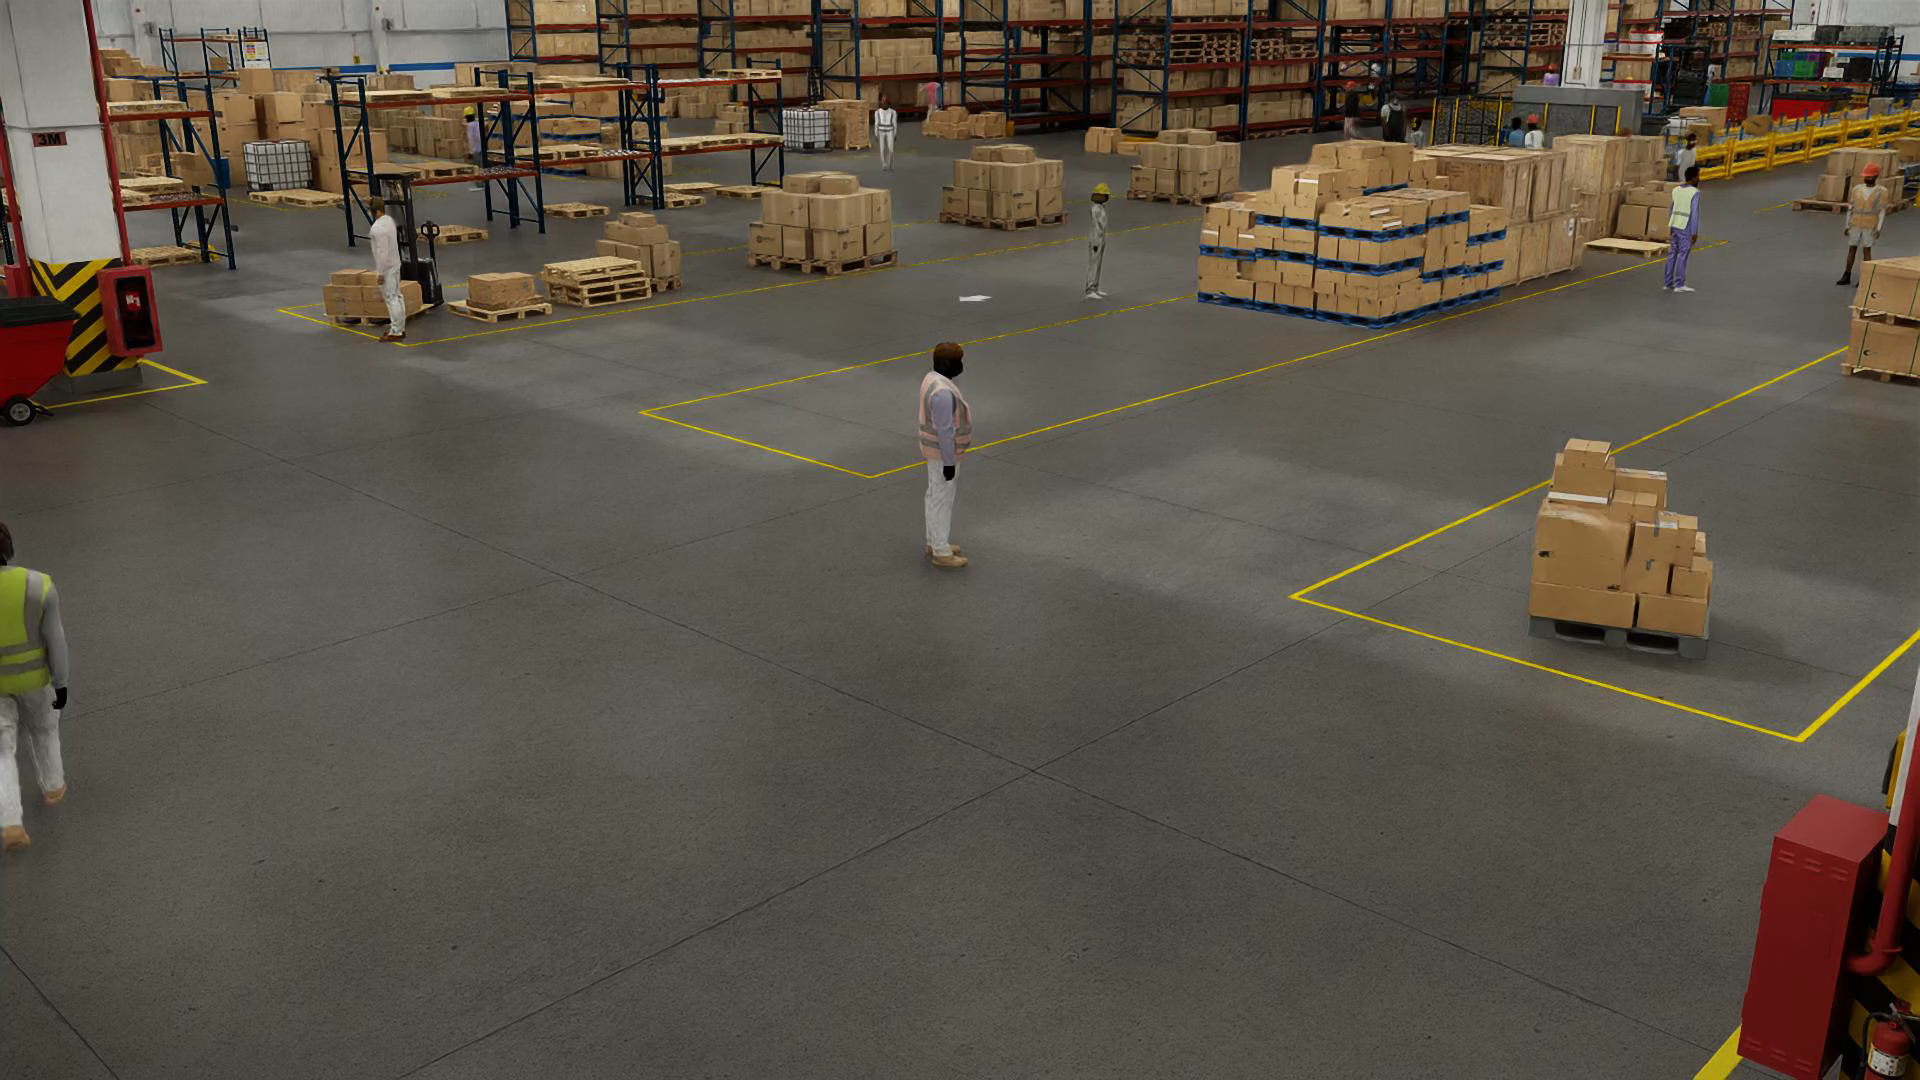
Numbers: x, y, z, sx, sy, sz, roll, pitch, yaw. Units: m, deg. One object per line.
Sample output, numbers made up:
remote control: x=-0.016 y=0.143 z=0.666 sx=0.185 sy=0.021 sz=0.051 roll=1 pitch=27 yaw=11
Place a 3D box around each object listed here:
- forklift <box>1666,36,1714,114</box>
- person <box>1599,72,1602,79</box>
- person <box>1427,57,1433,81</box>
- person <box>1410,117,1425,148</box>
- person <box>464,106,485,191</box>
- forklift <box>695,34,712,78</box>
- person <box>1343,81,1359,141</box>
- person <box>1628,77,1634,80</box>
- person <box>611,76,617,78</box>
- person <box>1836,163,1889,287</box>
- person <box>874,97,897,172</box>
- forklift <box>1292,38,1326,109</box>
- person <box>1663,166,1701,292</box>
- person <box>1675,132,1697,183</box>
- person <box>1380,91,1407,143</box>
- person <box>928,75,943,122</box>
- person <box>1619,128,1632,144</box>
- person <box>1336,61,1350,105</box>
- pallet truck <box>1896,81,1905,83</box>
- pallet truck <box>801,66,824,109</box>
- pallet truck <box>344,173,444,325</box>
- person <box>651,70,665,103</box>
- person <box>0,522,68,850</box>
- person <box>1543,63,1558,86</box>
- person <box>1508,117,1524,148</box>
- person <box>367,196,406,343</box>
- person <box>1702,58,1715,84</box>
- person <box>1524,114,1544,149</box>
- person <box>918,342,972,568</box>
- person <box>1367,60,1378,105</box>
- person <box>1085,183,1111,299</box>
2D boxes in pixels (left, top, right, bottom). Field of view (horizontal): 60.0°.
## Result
forklift: x=27.341 y=-17.291 z=61.877 sx=1.129 sy=2.768 sz=1.873 roll=17 pitch=25 yaw=41
person: x=22.005 y=-15.208 z=57.285 sx=0.584 sy=1.804 sz=0.868 roll=12 pitch=22 yaw=33
person: x=21.928 y=-21.866 z=77.370 sx=0.648 sy=1.787 sz=0.463 roll=-3 pitch=19 yaw=-8
person: x=9.906 y=-8.260 z=36.250 sx=0.310 sy=1.868 sz=0.532 roll=16 pitch=24 yaw=39
person: x=-11.267 y=-9.081 z=38.635 sx=0.388 sy=1.924 sz=0.621 roll=0 pitch=18 yaw=1
forklift: x=-9.855 y=-18.236 z=64.726 sx=1.129 sy=2.768 sz=1.873 roll=17 pitch=25 yaw=41
person: x=11.334 y=-12.296 z=48.235 sx=0.473 sy=1.977 sz=0.645 roll=-7 pitch=19 yaw=-19
person: x=22.115 y=-14.425 z=55.048 sx=0.879 sy=1.721 sz=0.545 roll=-17 pitch=25 yaw=-41
person: x=-11.931 y=-15.222 z=57.583 sx=0.307 sy=1.641 sz=0.513 roll=-15 pitch=24 yaw=-39
person: x=14.221 y=-4.951 z=26.175 sx=0.373 sy=1.933 sz=0.549 roll=-15 pitch=24 yaw=-38
person: x=-1.916 y=-10.411 z=42.739 sx=0.574 sy=1.858 sz=0.731 roll=0 pitch=18 yaw=1
forklift: x=12.259 y=-16.549 z=59.641 sx=1.129 sy=2.768 sz=1.873 roll=17 pitch=25 yaw=41
person: x=11.227 y=-4.827 z=25.826 sx=0.392 sy=1.920 sz=0.588 roll=-5 pitch=19 yaw=-16
person: x=14.276 y=-7.107 z=32.808 sx=0.531 sy=1.848 sz=0.523 roll=-11 pitch=22 yaw=-31
person: x=11.402 y=-10.746 z=43.469 sx=0.853 sy=2.000 sz=0.535 roll=-5 pitch=19 yaw=-14
person: x=-0.735 y=-14.418 z=54.901 sx=0.918 sy=1.798 sz=0.655 roll=-17 pitch=25 yaw=-41
person: x=14.522 y=-8.336 z=36.894 sx=0.744 sy=1.599 sz=0.516 roll=-2 pitch=18 yaw=-6
person: x=15.501 y=-18.420 z=66.881 sx=0.856 sy=1.867 sz=0.680 roll=14 pitch=23 yaw=36
pallet truck: x=34.802 y=-16.331 z=61.455 sx=0.653 sy=1.274 sz=1.630 roll=17 pitch=25 yaw=41
pallet truck: x=-4.812 y=-15.182 z=56.903 sx=0.823 sy=1.965 sz=1.885 roll=-9 pitch=21 yaw=-26
pallet truck: x=-8.209 y=-4.181 z=23.757 sx=0.823 sy=1.965 sz=1.885 roll=3 pitch=19 yaw=9
person: x=-10.251 y=-14.968 z=56.399 sx=0.587 sy=1.911 sz=0.397 roll=7 pitch=20 yaw=20
person: x=-5.244 y=0.769 z=9.161 sx=0.624 sy=1.802 sz=0.949 roll=-10 pitch=21 yaw=-27
person: x=21.554 y=-16.427 z=60.765 sx=0.470 sy=1.923 sz=0.552 roll=-16 pitch=24 yaw=-41
person: x=13.014 y=-9.029 z=38.872 sx=0.534 sy=1.674 sz=0.769 roll=-15 pitch=24 yaw=-38
person: x=-7.620 y=-3.594 z=22.091 sx=0.372 sy=1.935 sz=0.627 roll=-1 pitch=18 yaw=-4
person: x=32.338 y=-20.010 z=71.963 sx=0.548 sy=1.647 sz=0.855 roll=8 pitch=20 yaw=22
person: x=12.621 y=-8.372 z=36.539 sx=0.537 sy=1.915 sz=0.889 roll=-10 pitch=21 yaw=-28
person: x=-0.116 y=-0.703 z=13.527 sx=0.428 sy=1.840 sz=0.631 roll=-3 pitch=19 yaw=-8
person: x=16.519 y=-18.376 z=66.491 sx=0.502 sy=2.019 sz=0.720 roll=1 pitch=18 yaw=3
person: x=2.111 y=-4.539 z=25.249 sx=0.336 sy=1.735 sz=0.482 roll=6 pitch=19 yaw=17
